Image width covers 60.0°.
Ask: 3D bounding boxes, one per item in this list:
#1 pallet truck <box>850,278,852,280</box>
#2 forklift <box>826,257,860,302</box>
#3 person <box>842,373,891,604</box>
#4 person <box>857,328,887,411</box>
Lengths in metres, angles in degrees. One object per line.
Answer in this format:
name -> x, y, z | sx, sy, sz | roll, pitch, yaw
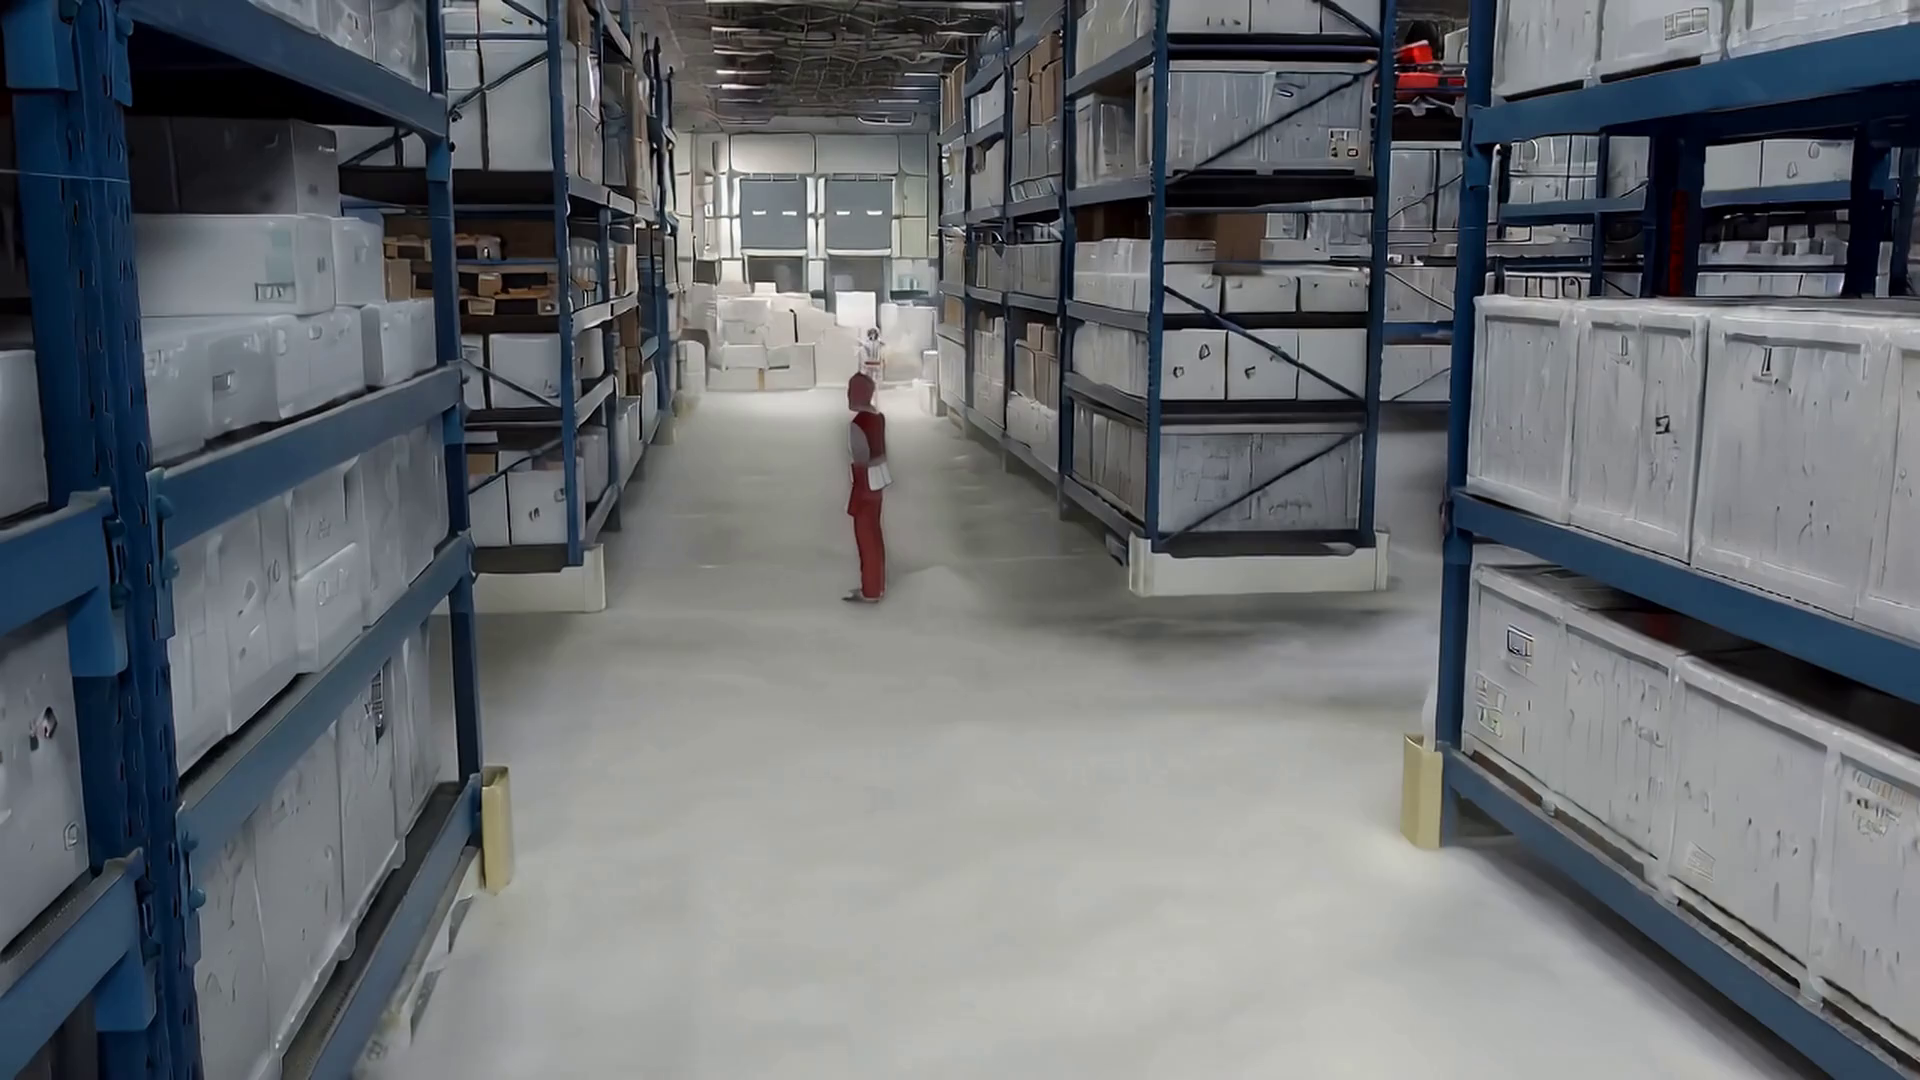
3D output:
pallet truck -> -3.782, -9.391, 65.808 | 1.885, 1.965, 0.823 | 2, 10, 10
forklift -> -3.284, -6.565, 46.785 | 1.129, 2.768, 1.873 | -1, 10, -7
person -> -0.776, -0.420, 13.808 | 0.378, 1.917, 0.597 | 2, 10, 12
person -> -1.569, -2.987, 29.694 | 0.533, 1.592, 0.855 | 0, 10, 1
